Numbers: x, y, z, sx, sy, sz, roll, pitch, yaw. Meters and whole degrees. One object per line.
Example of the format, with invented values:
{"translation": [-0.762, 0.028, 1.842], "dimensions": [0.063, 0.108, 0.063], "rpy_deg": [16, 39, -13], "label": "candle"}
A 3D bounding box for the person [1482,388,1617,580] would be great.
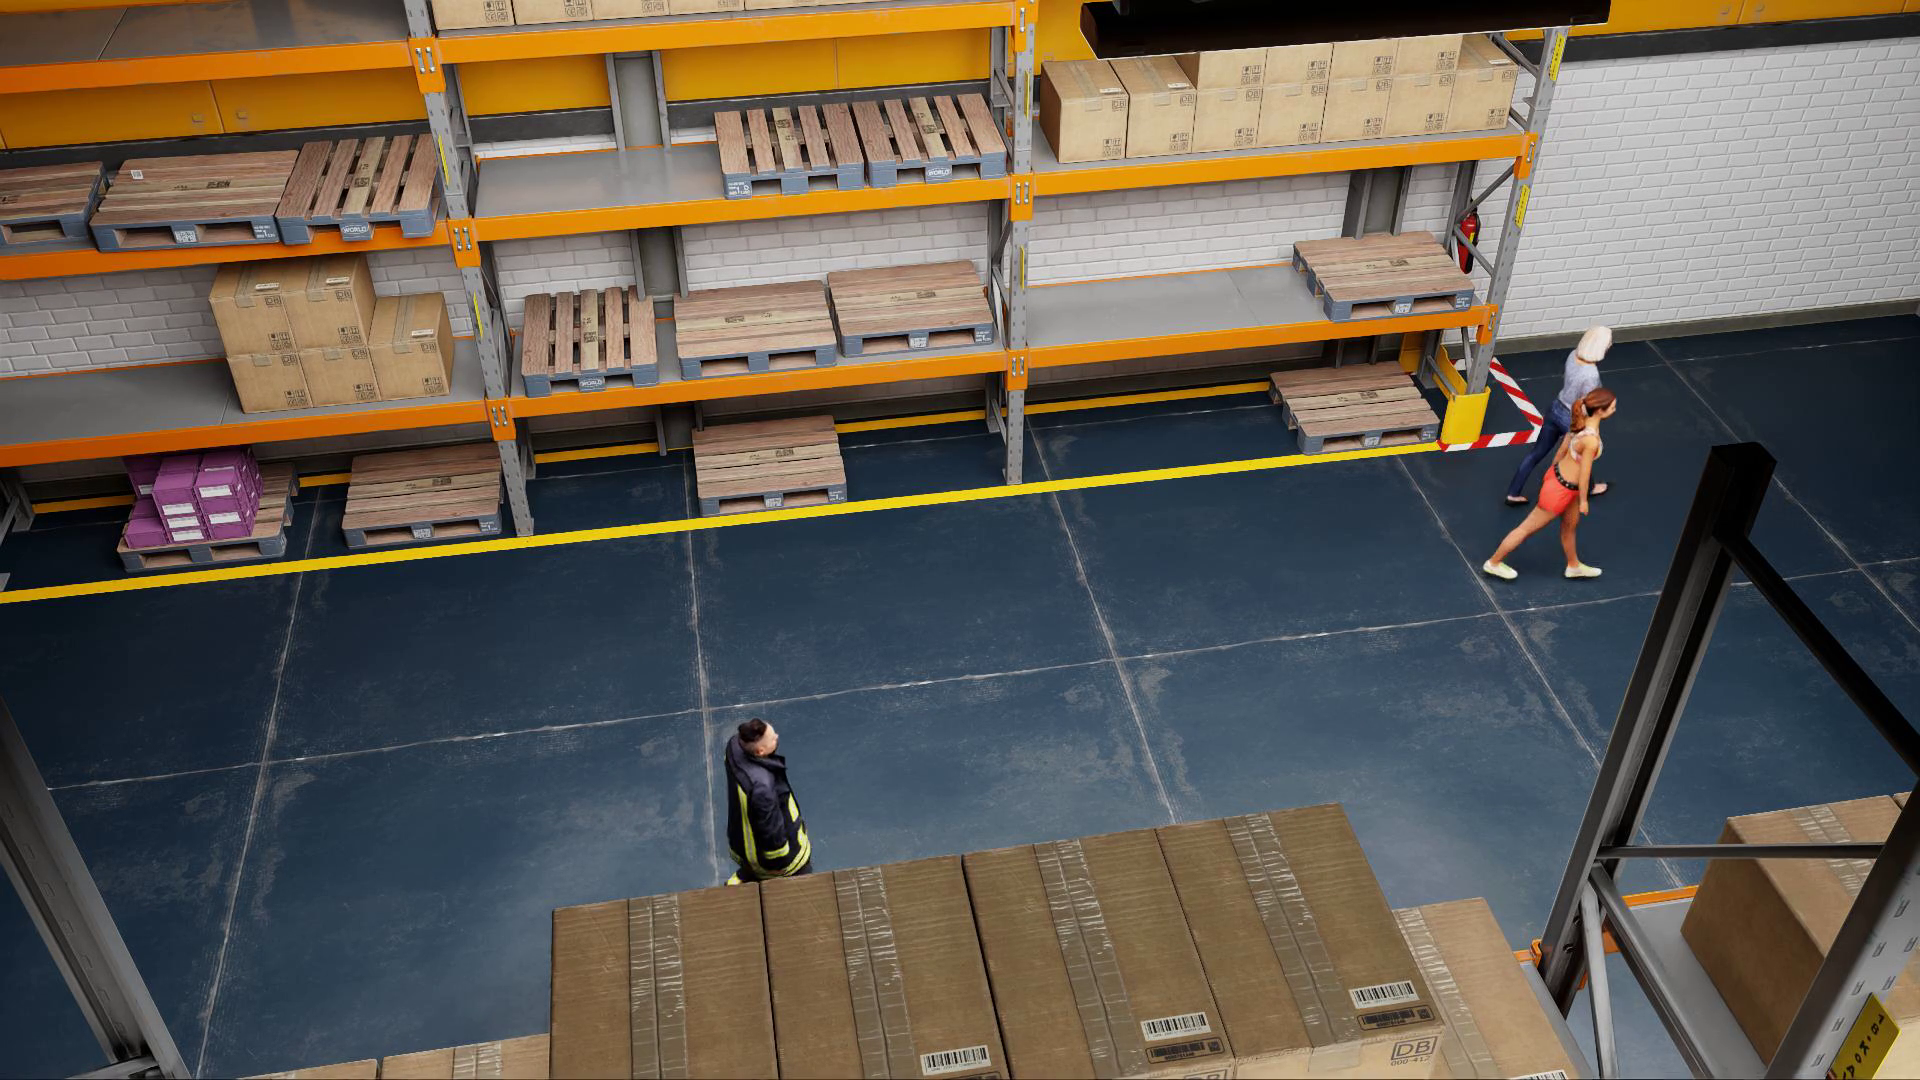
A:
{"translation": [4.376, -0.361, 12.343], "dimensions": [1.182, 1.736, 0.841], "rpy_deg": [7, 39, 9], "label": "person"}

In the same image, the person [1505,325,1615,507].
{"translation": [4.703, -0.920, 13.099], "dimensions": [1.153, 1.666, 0.640], "rpy_deg": [-9, 40, -11], "label": "person"}

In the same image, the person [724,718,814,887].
{"translation": [-1.205, 1.693, 9.692], "dimensions": [1.119, 1.834, 0.963], "rpy_deg": [-20, 43, -23], "label": "person"}
